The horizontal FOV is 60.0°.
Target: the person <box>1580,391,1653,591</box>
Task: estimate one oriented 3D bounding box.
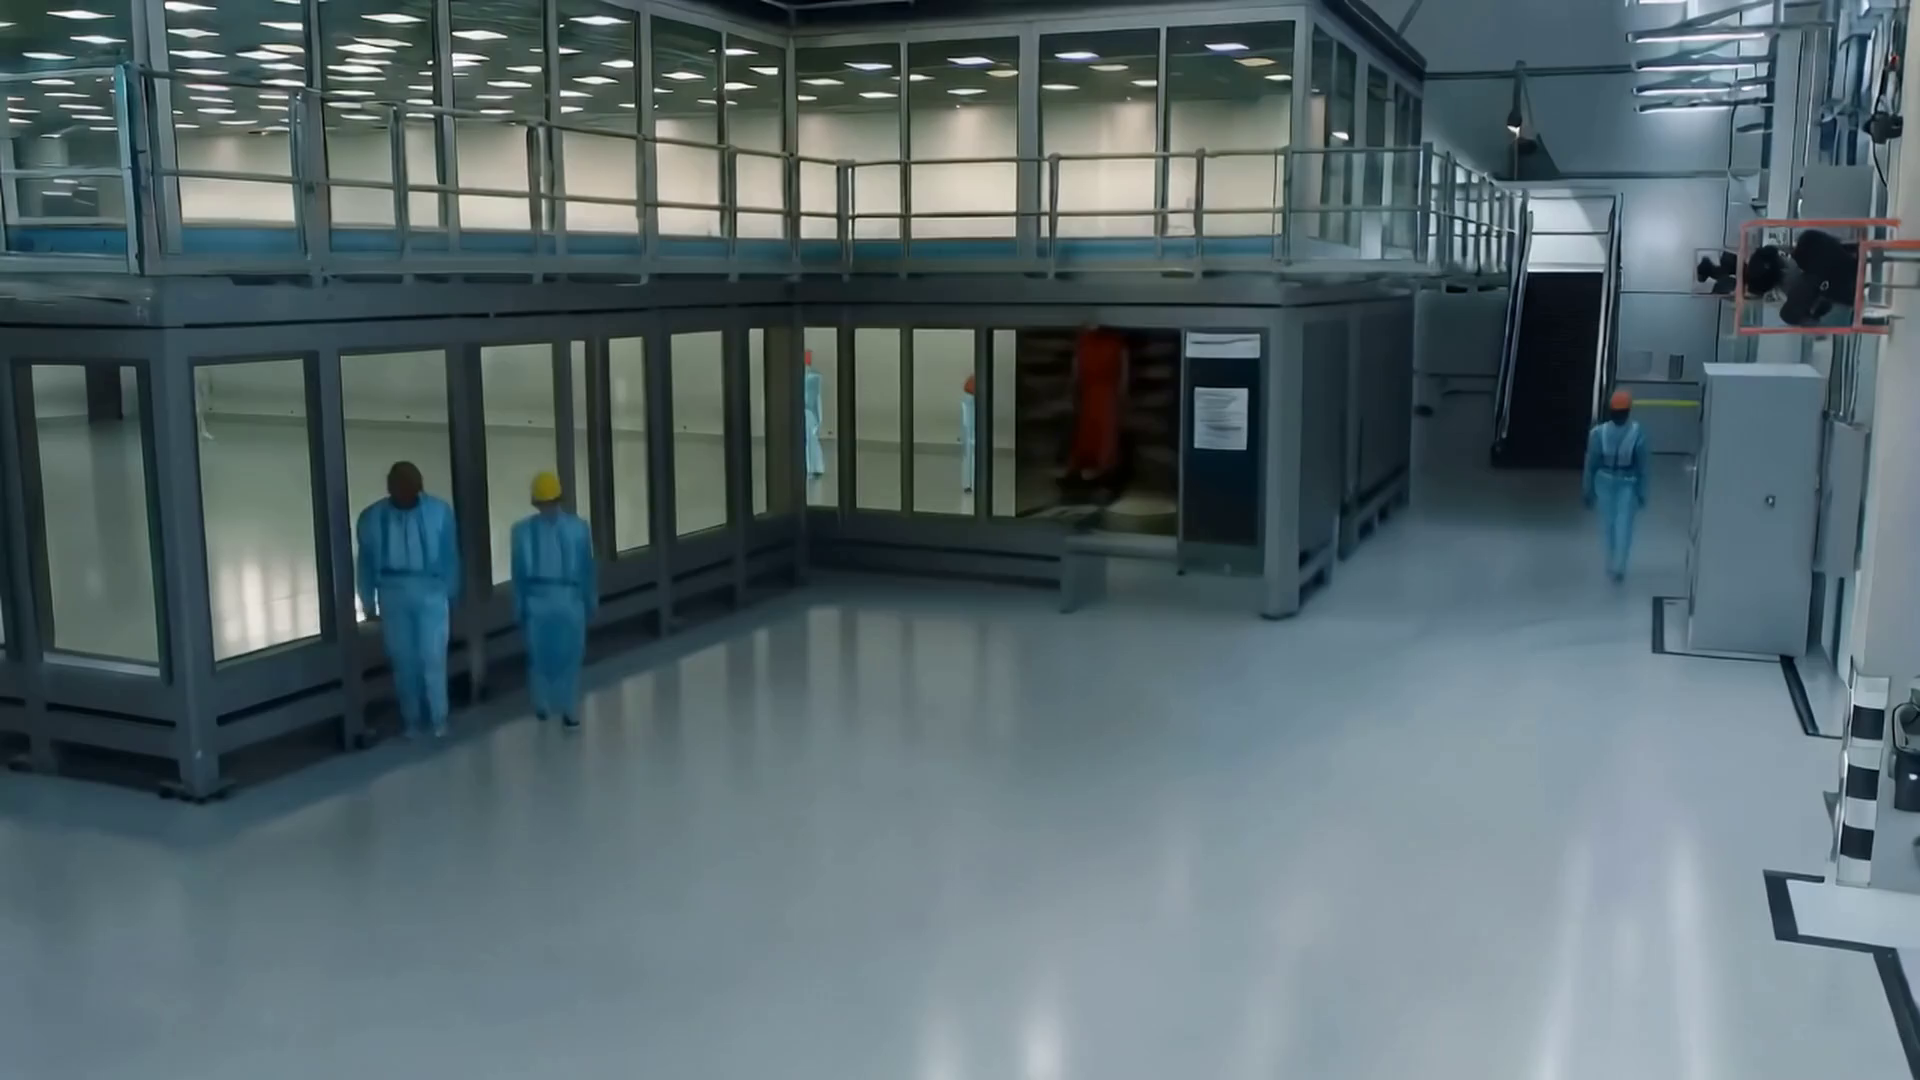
[{"bbox_3d":[6.282,-0.471,15.966,0.639,1.900,0.936,5,11,29],"label":"person"}]

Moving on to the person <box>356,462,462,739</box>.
[{"bbox_3d":[-3.567,0.407,10.831,0.661,1.813,0.798,-4,10,-22],"label":"person"}]

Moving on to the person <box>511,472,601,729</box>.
[{"bbox_3d":[-2.683,0.409,11.052,0.541,1.750,0.373,-4,10,-23],"label":"person"}]
